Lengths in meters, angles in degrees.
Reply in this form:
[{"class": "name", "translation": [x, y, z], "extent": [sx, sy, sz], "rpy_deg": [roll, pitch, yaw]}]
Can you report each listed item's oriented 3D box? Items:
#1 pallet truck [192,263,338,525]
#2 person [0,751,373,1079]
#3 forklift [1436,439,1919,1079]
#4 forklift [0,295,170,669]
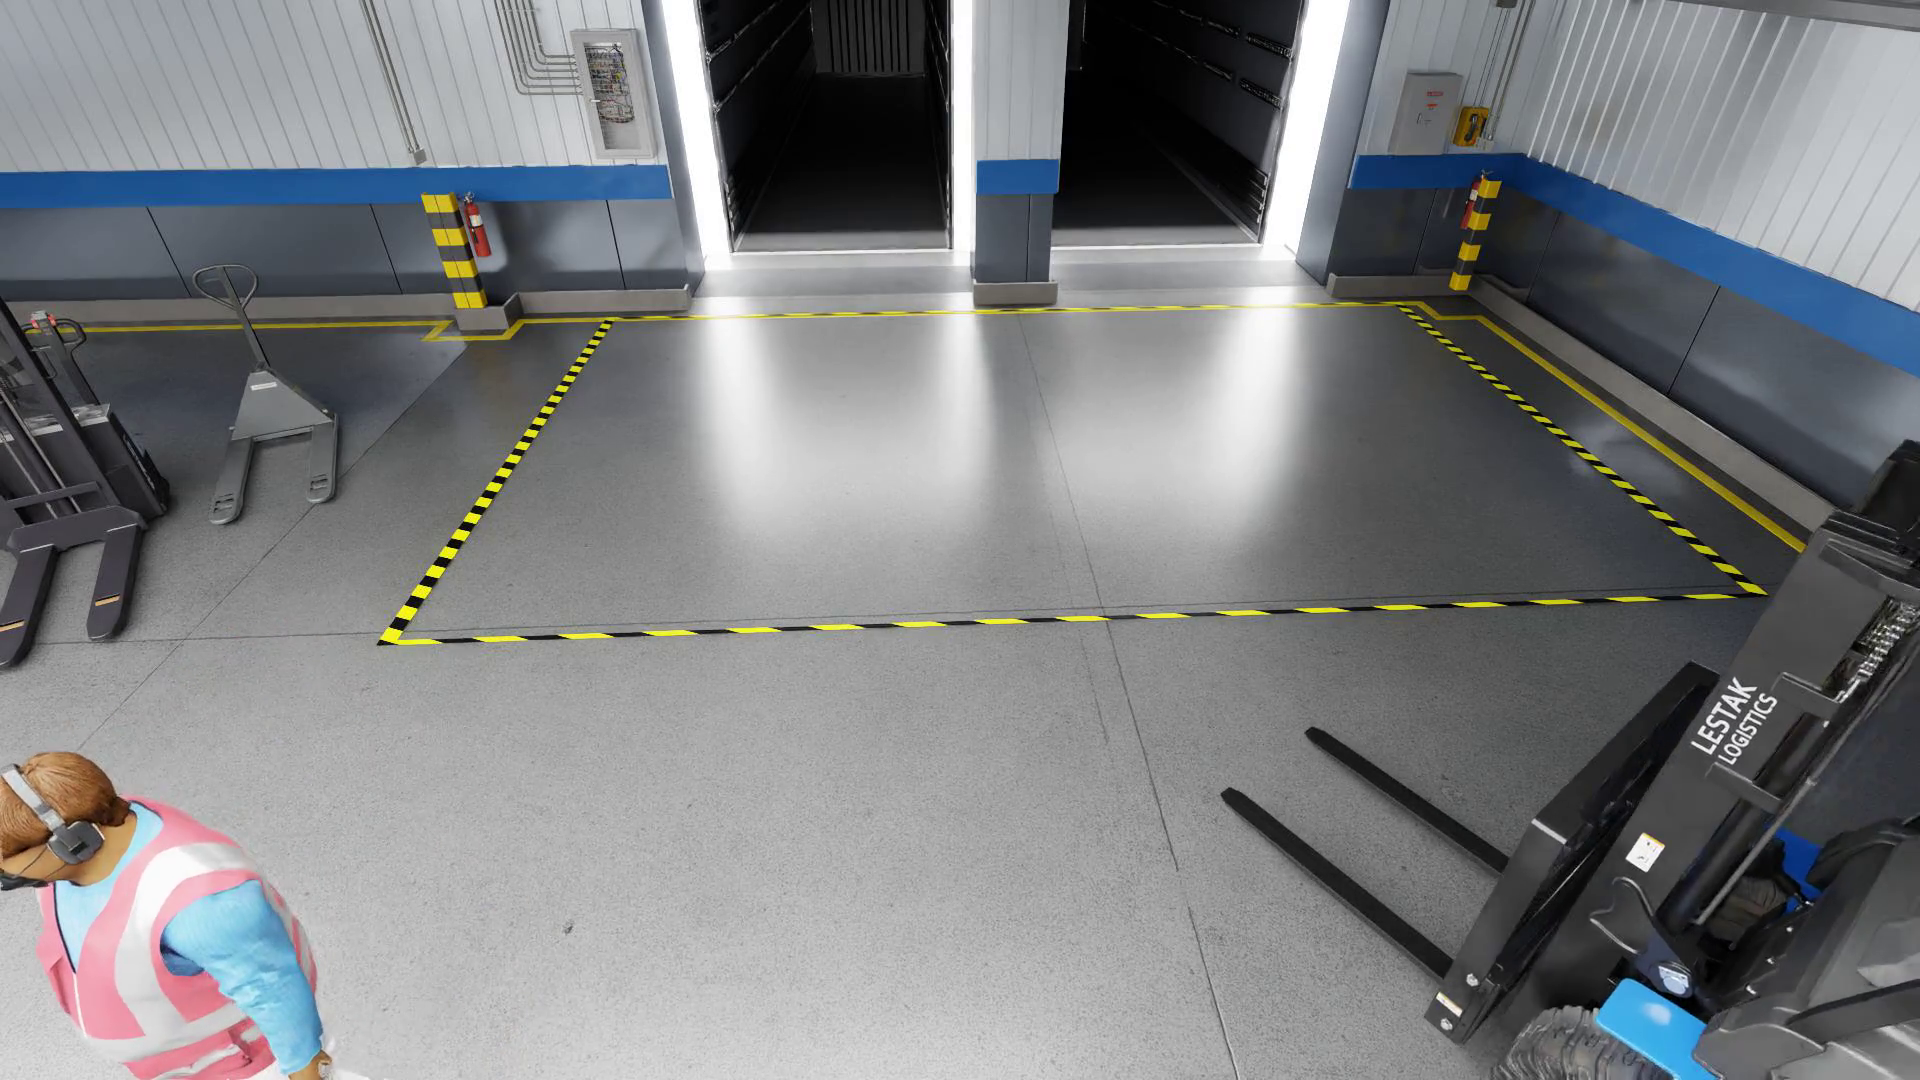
[{"class": "pallet truck", "translation": [-4.778, -1.027, 6.128], "extent": [0.680, 1.201, 1.601], "rpy_deg": [-17, 38, -23]}, {"class": "person", "translation": [-1.899, 1.223, 2.375], "extent": [0.634, 1.841, 0.429], "rpy_deg": [15, 38, 20]}, {"class": "forklift", "translation": [2.807, 1.226, 1.917], "extent": [1.157, 2.036, 2.680], "rpy_deg": [-23, 41, -30]}, {"class": "forklift", "translation": [-5.212, -0.618, 4.878], "extent": [0.823, 1.965, 1.885], "rpy_deg": [-20, 39, -26]}]
